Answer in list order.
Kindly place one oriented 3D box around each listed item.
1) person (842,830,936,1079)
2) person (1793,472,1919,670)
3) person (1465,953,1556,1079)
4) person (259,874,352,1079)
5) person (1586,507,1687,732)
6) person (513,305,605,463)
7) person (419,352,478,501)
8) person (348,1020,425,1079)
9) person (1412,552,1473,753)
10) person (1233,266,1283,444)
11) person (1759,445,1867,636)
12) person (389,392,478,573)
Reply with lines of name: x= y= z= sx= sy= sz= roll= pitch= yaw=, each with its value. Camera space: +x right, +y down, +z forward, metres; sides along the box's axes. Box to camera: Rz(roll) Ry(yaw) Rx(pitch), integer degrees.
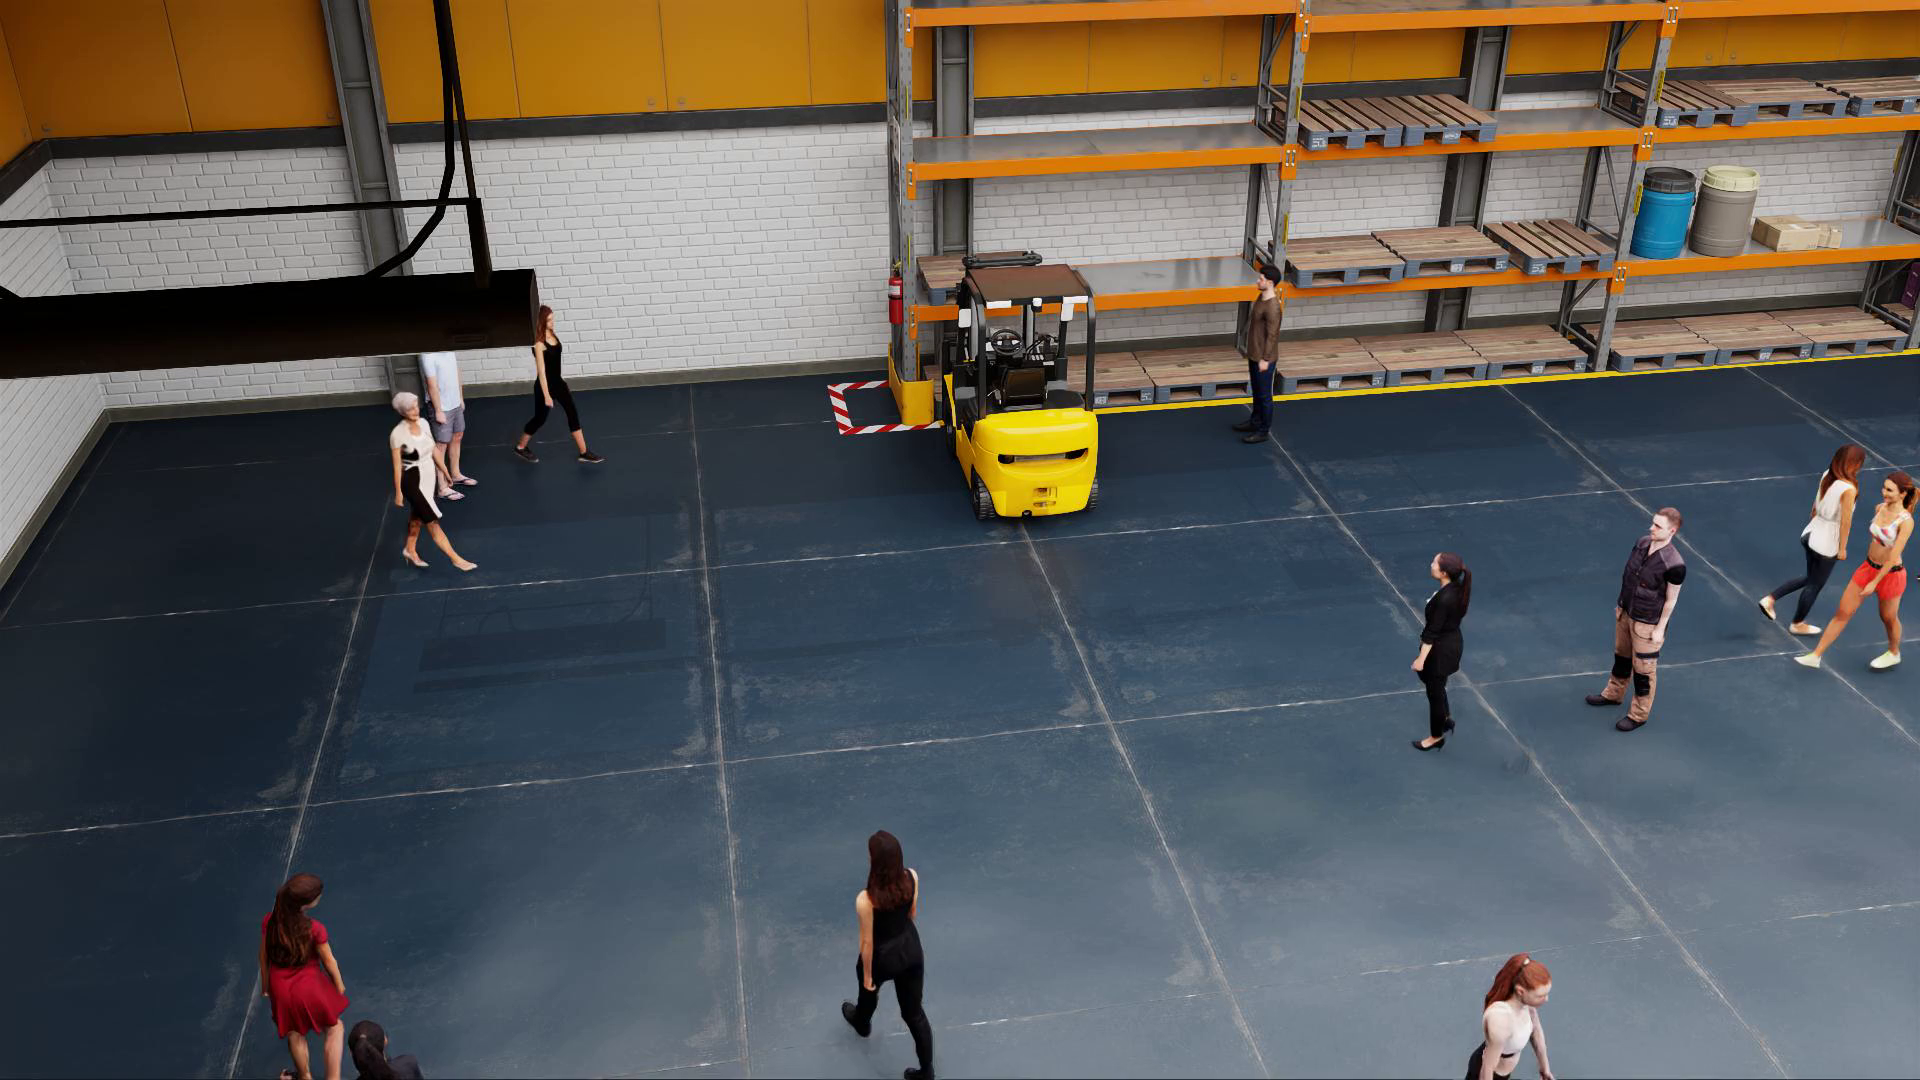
person: x=-0.337 y=2.413 z=9.395 sx=1.143 sy=1.645 sz=0.989 roll=-19 pitch=34 yaw=-31
person: x=7.372 y=0.305 z=13.164 sx=1.182 sy=1.737 sz=0.638 roll=-8 pitch=30 yaw=-14
person: x=2.666 y=2.788 z=8.637 sx=1.130 sy=1.713 sz=1.028 roll=13 pitch=31 yaw=23
person: x=-3.752 y=2.512 z=9.334 sx=0.616 sy=1.529 sz=0.820 roll=-7 pitch=29 yaw=-13
person: x=5.189 y=0.563 z=12.582 sx=0.611 sy=1.841 sz=0.700 roll=-8 pitch=30 yaw=-14
person: x=-4.175 y=-1.508 z=16.546 sx=1.224 sy=1.681 sz=0.918 roll=6 pitch=29 yaw=12
person: x=-4.974 y=-1.299 z=16.008 sx=0.692 sy=1.830 sz=0.713 roll=7 pitch=29 yaw=13
person: x=-2.774 y=3.032 z=8.192 sx=0.701 sy=1.711 sz=0.613 roll=23 pitch=36 yaw=36
person: x=3.620 y=0.866 z=12.226 sx=0.767 sy=1.649 sz=0.718 roll=16 pitch=32 yaw=26
person: x=3.119 y=-1.923 z=17.090 sx=0.579 sy=1.888 sz=0.655 roll=-3 pitch=29 yaw=-5
person: x=6.982 y=0.028 z=13.636 sx=0.812 sy=1.771 sz=0.663 roll=-2 pitch=29 yaw=-3
person: x=-4.840 y=-0.494 z=14.648 sx=1.159 sy=1.718 sz=0.971 roll=9 pitch=30 yaw=17
